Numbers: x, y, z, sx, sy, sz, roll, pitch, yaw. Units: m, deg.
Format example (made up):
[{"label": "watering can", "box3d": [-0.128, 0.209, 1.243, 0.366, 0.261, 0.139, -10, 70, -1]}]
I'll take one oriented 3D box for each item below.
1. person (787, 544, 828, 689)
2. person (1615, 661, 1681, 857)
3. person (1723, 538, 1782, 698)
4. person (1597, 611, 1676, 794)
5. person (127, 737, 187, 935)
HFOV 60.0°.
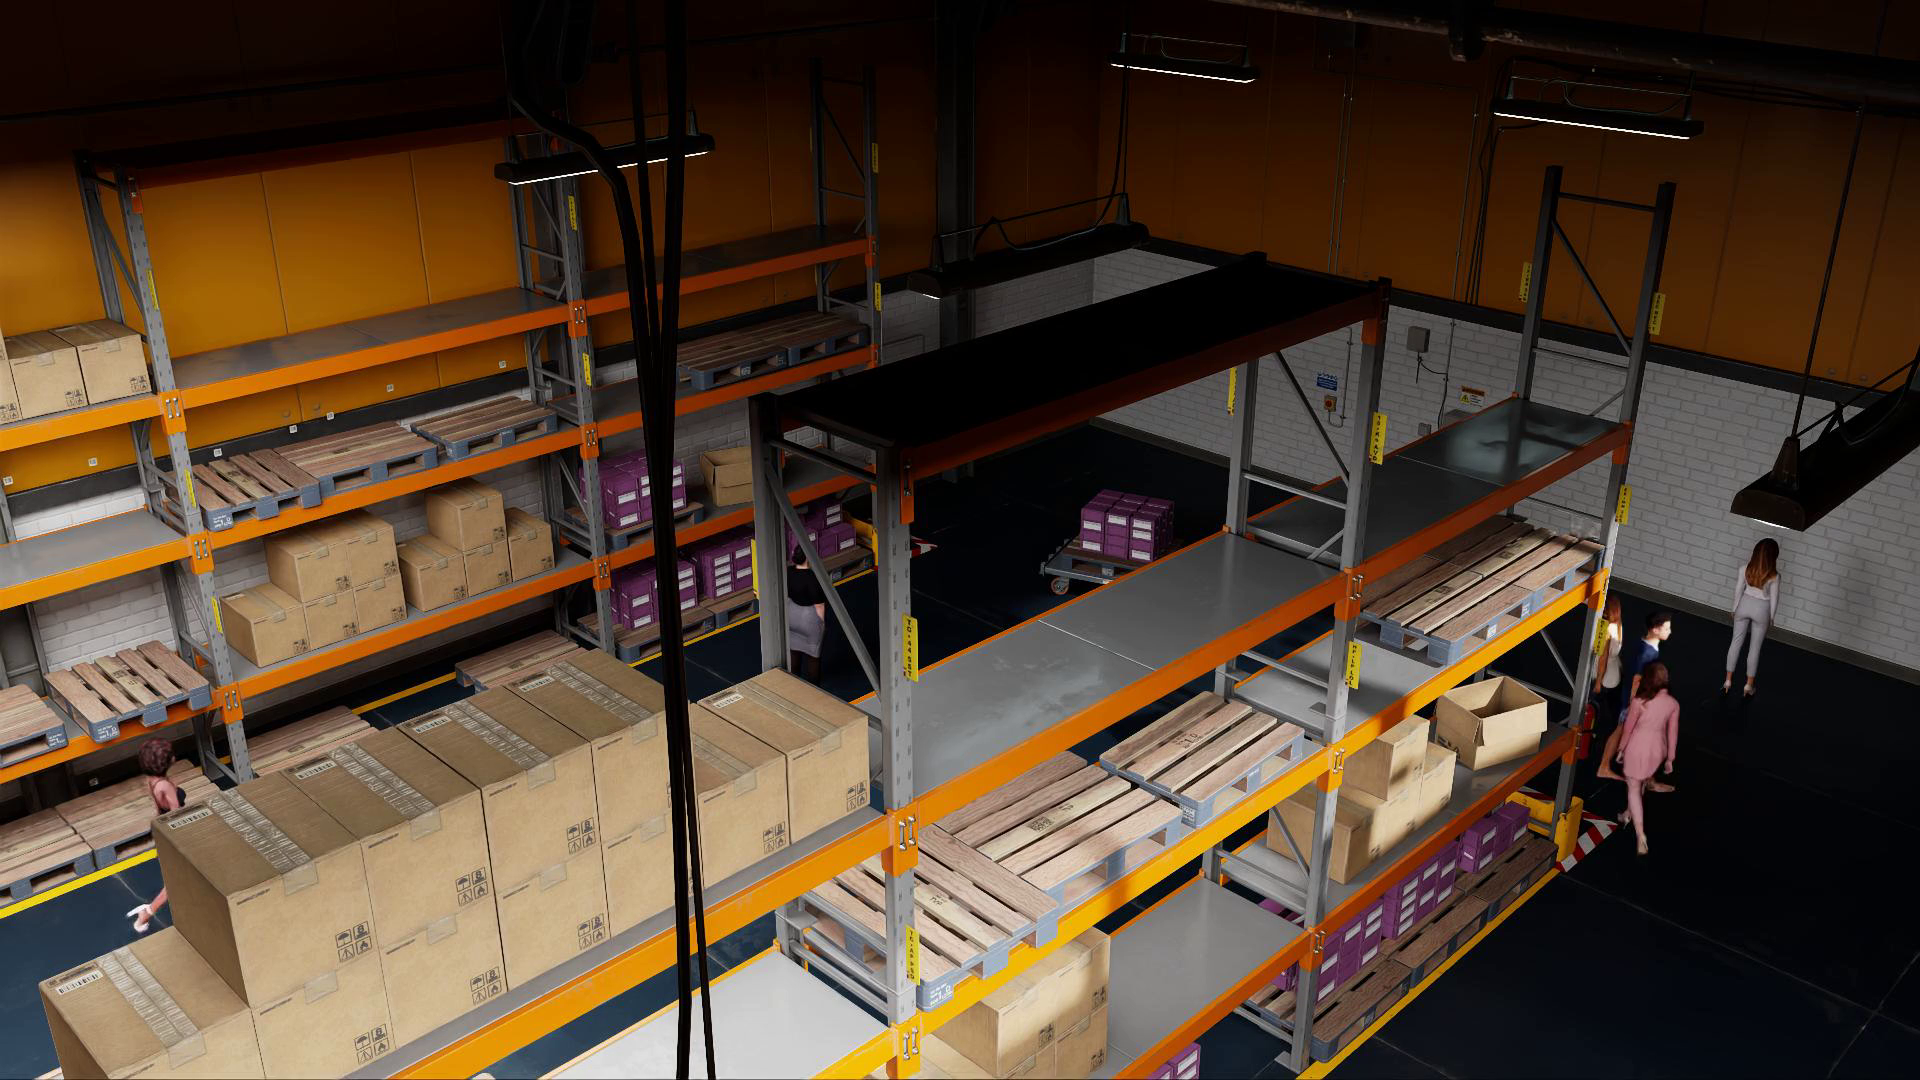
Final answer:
[{"label": "person", "box3d": [-1.610, 0.845, 17.242, 0.702, 1.760, 0.663, 16, 28, 32]}, {"label": "person", "box3d": [6.056, 1.961, 14.684, 1.077, 1.764, 1.181, 1, 24, 3]}, {"label": "person", "box3d": [8.257, 0.803, 17.330, 0.600, 1.767, 0.562, 17, 29, 34]}, {"label": "person", "box3d": [6.307, 1.491, 15.691, 0.910, 1.820, 0.960, 8, 25, 18]}, {"label": "person", "box3d": [-6.470, 2.456, 13.544, 0.954, 1.770, 0.585, -20, 31, -38]}]
